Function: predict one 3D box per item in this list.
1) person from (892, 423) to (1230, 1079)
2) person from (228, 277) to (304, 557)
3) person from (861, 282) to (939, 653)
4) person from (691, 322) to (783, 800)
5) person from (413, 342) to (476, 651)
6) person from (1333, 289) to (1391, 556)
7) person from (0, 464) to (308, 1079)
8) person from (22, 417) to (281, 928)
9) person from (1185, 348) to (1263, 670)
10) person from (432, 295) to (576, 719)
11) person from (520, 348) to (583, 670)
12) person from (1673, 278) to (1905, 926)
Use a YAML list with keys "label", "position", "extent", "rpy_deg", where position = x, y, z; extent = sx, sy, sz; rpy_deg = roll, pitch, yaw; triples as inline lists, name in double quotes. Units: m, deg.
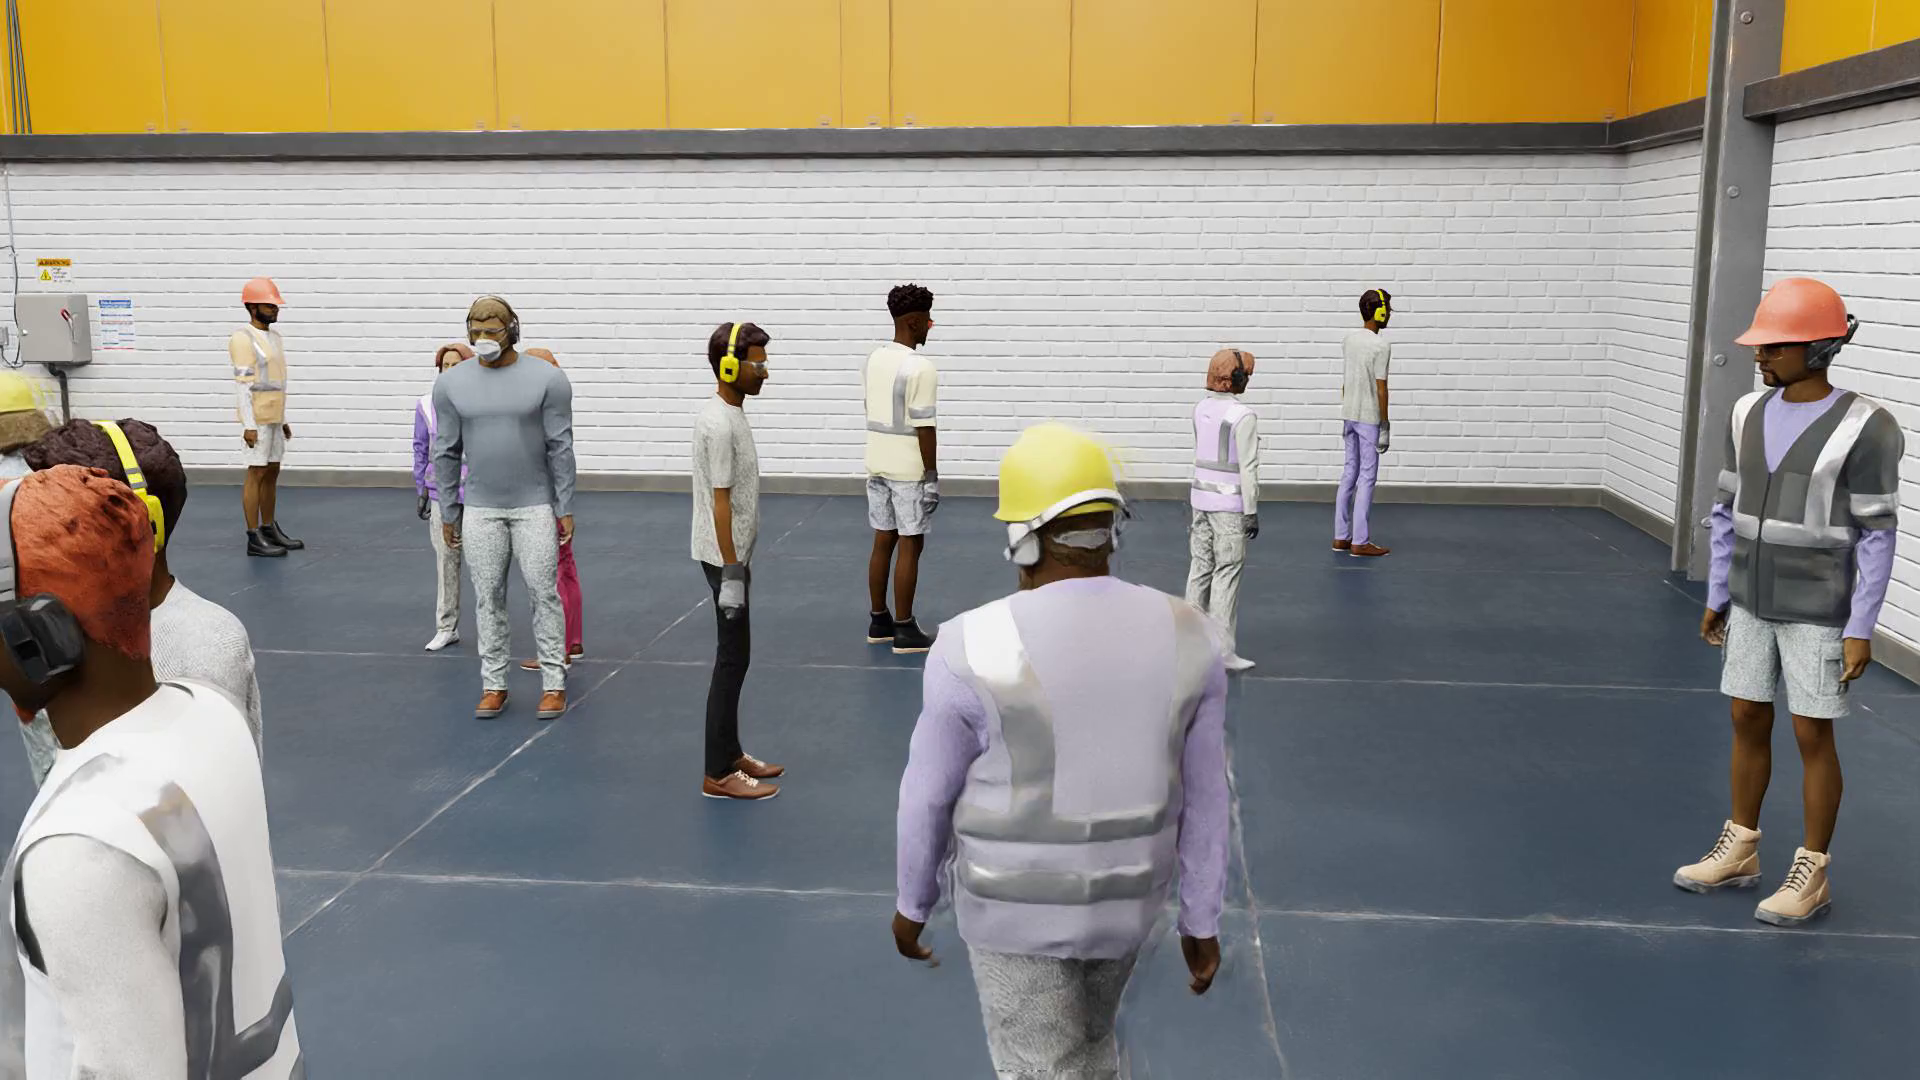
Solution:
- label: "person"
  position: [0.166, 0.674, 3.219]
  extent: [0.585, 1.798, 0.618]
  rpy_deg: [-5, 11, -27]
- label: "person"
  position: [-4.834, -0.857, 11.612]
  extent: [0.379, 1.938, 0.547]
  rpy_deg: [1, 10, 4]
- label: "person"
  position: [-0.299, -0.379, 8.835]
  extent: [0.378, 1.958, 0.599]
  rpy_deg: [-7, 12, -36]
- label: "person"
  position: [-0.872, 0.086, 6.461]
  extent: [0.335, 1.857, 0.529]
  rpy_deg: [-1, 10, -6]
- label: "person"
  position: [-2.640, -0.225, 8.839]
  extent: [0.514, 1.645, 0.309]
  rpy_deg: [1, 10, 3]
- label: "person"
  position: [2.831, -0.814, 11.607]
  extent: [0.328, 1.861, 0.502]
  rpy_deg: [-4, 11, -24]
- label: "person"
  position: [-0.995, 0.838, 2.061]
  extent: [0.360, 1.886, 0.574]
  rpy_deg: [-2, 10, -12]
- label: "person"
  position: [-1.338, 0.717, 2.839]
  extent: [0.510, 1.861, 0.324]
  rpy_deg: [9, 13, 41]
- label: "person"
  position: [1.342, -0.154, 8.466]
  extent: [0.312, 1.632, 0.514]
  rpy_deg: [-4, 11, -24]
- label: "person"
  position: [-2.060, -0.141, 7.557]
  extent: [0.635, 1.928, 0.382]
  rpy_deg: [0, 10, -3]
- label: "person"
  position: [-2.106, -0.156, 8.471]
  extent: [0.264, 1.632, 0.507]
  rpy_deg: [1, 10, 6]
- label: "person"
  position: [2.610, 0.200, 5.271]
  extent: [0.394, 2.038, 0.611]
  rpy_deg: [-4, 11, -24]
